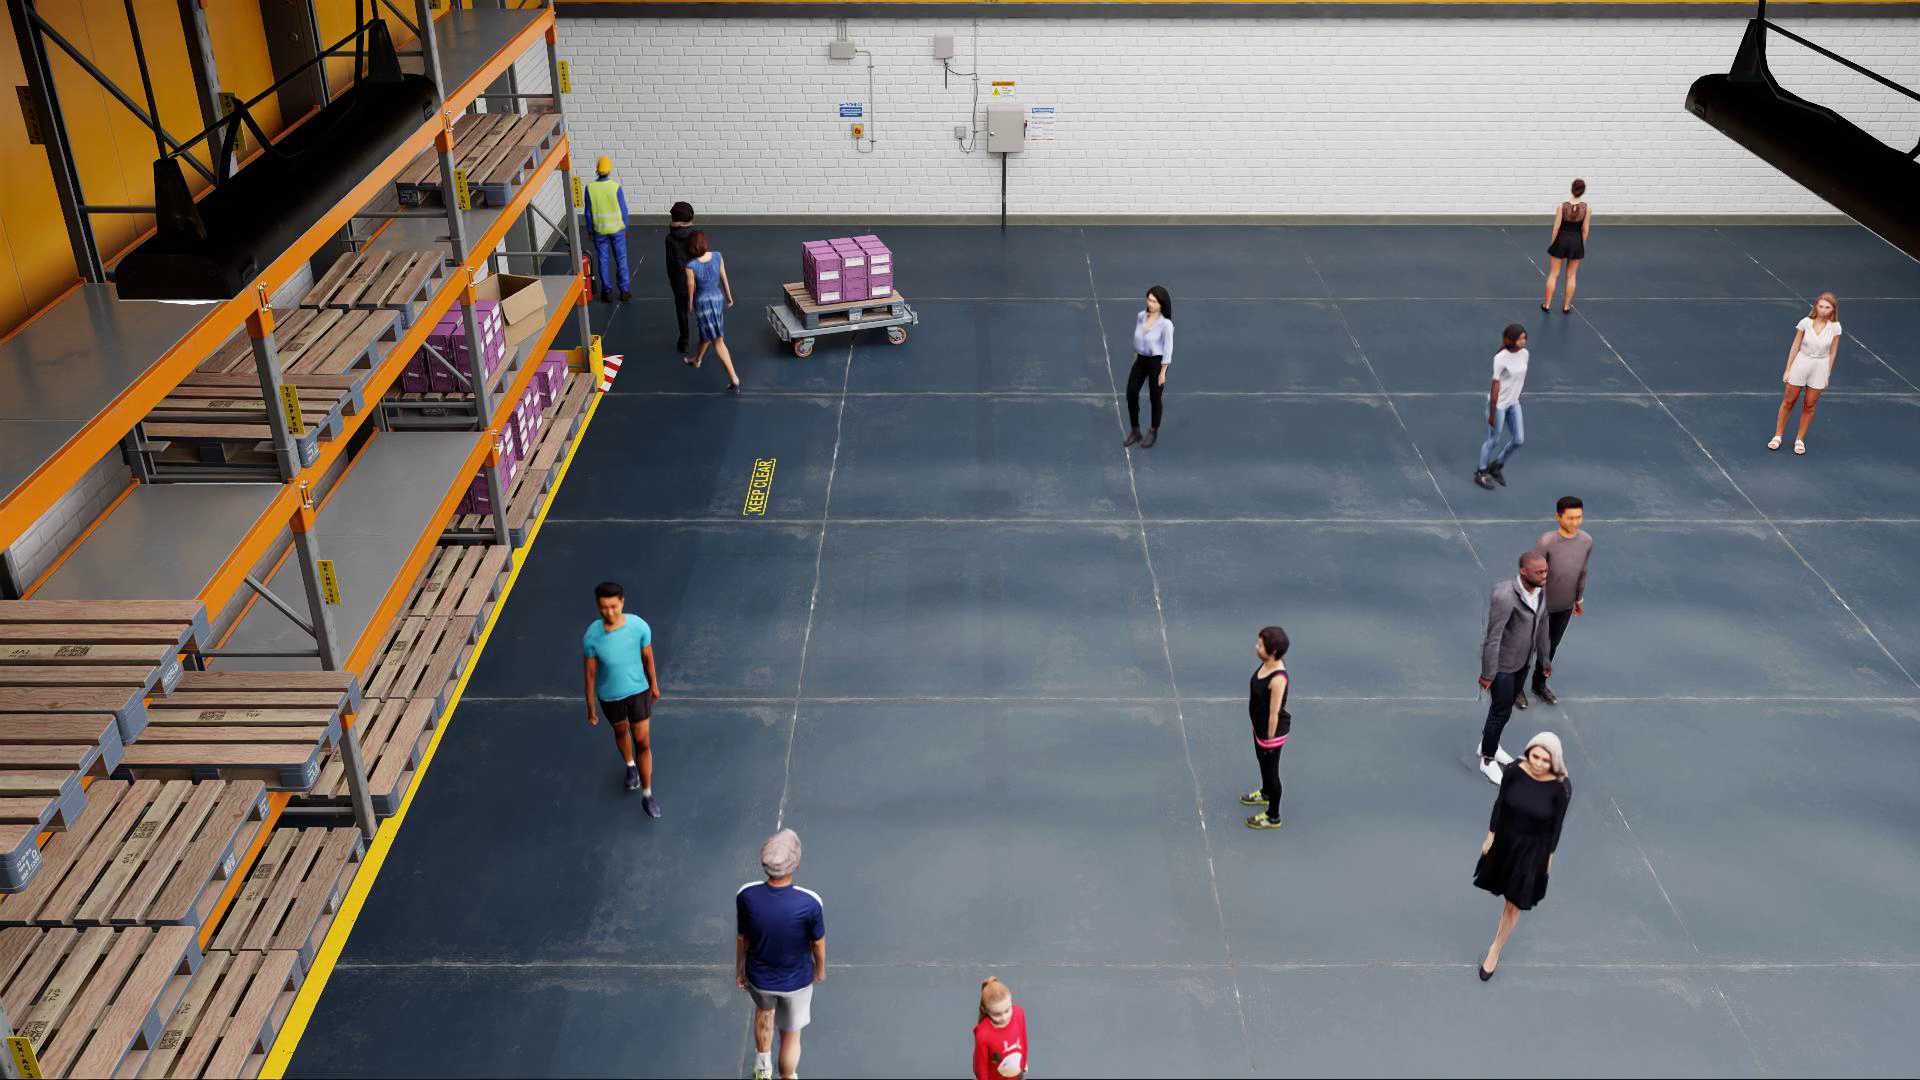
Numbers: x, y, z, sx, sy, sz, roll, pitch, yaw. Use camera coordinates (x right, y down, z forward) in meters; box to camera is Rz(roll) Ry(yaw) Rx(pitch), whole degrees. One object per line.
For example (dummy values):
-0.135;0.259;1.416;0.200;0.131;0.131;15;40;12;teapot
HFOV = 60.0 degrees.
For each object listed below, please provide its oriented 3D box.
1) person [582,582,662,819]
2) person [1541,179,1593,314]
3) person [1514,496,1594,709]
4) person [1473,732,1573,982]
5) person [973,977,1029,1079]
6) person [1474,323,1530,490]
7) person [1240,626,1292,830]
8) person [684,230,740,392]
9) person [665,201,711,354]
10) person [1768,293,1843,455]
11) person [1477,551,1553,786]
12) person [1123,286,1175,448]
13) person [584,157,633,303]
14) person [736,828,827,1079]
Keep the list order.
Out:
-2.382;1.029;11.724;0.783;1.750;1.003;-6;29;-11;person
7.403;-3.585;20.259;0.636;1.676;0.631;7;29;12;person
4.537;0.460;12.748;0.592;1.768;0.676;0;29;0;person
3.450;1.874;10.194;0.905;1.733;1.023;19;34;31;person
0.182;2.830;8.922;0.683;1.271;0.747;-26;38;-38;person
5.183;-1.307;16.050;0.733;1.709;0.780;-15;32;-26;person
2.147;1.270;11.492;0.595;1.548;0.443;0;29;0;person
-2.657;-2.429;18.080;1.213;1.733;1.209;23;36;35;person
-3.122;-3.019;19.113;0.683;1.781;0.688;-7;29;-13;person
8.571;-1.700;16.783;0.654;1.695;0.673;14;31;23;person
3.913;0.845;11.995;0.891;1.812;0.923;-22;36;-34;person
1.992;-1.765;16.861;0.791;1.736;0.848;25;37;38;person
-4.363;-3.851;20.607;0.737;1.810;0.666;-8;30;-15;person
-0.994;2.435;9.079;0.698;1.816;0.661;5;29;8;person
